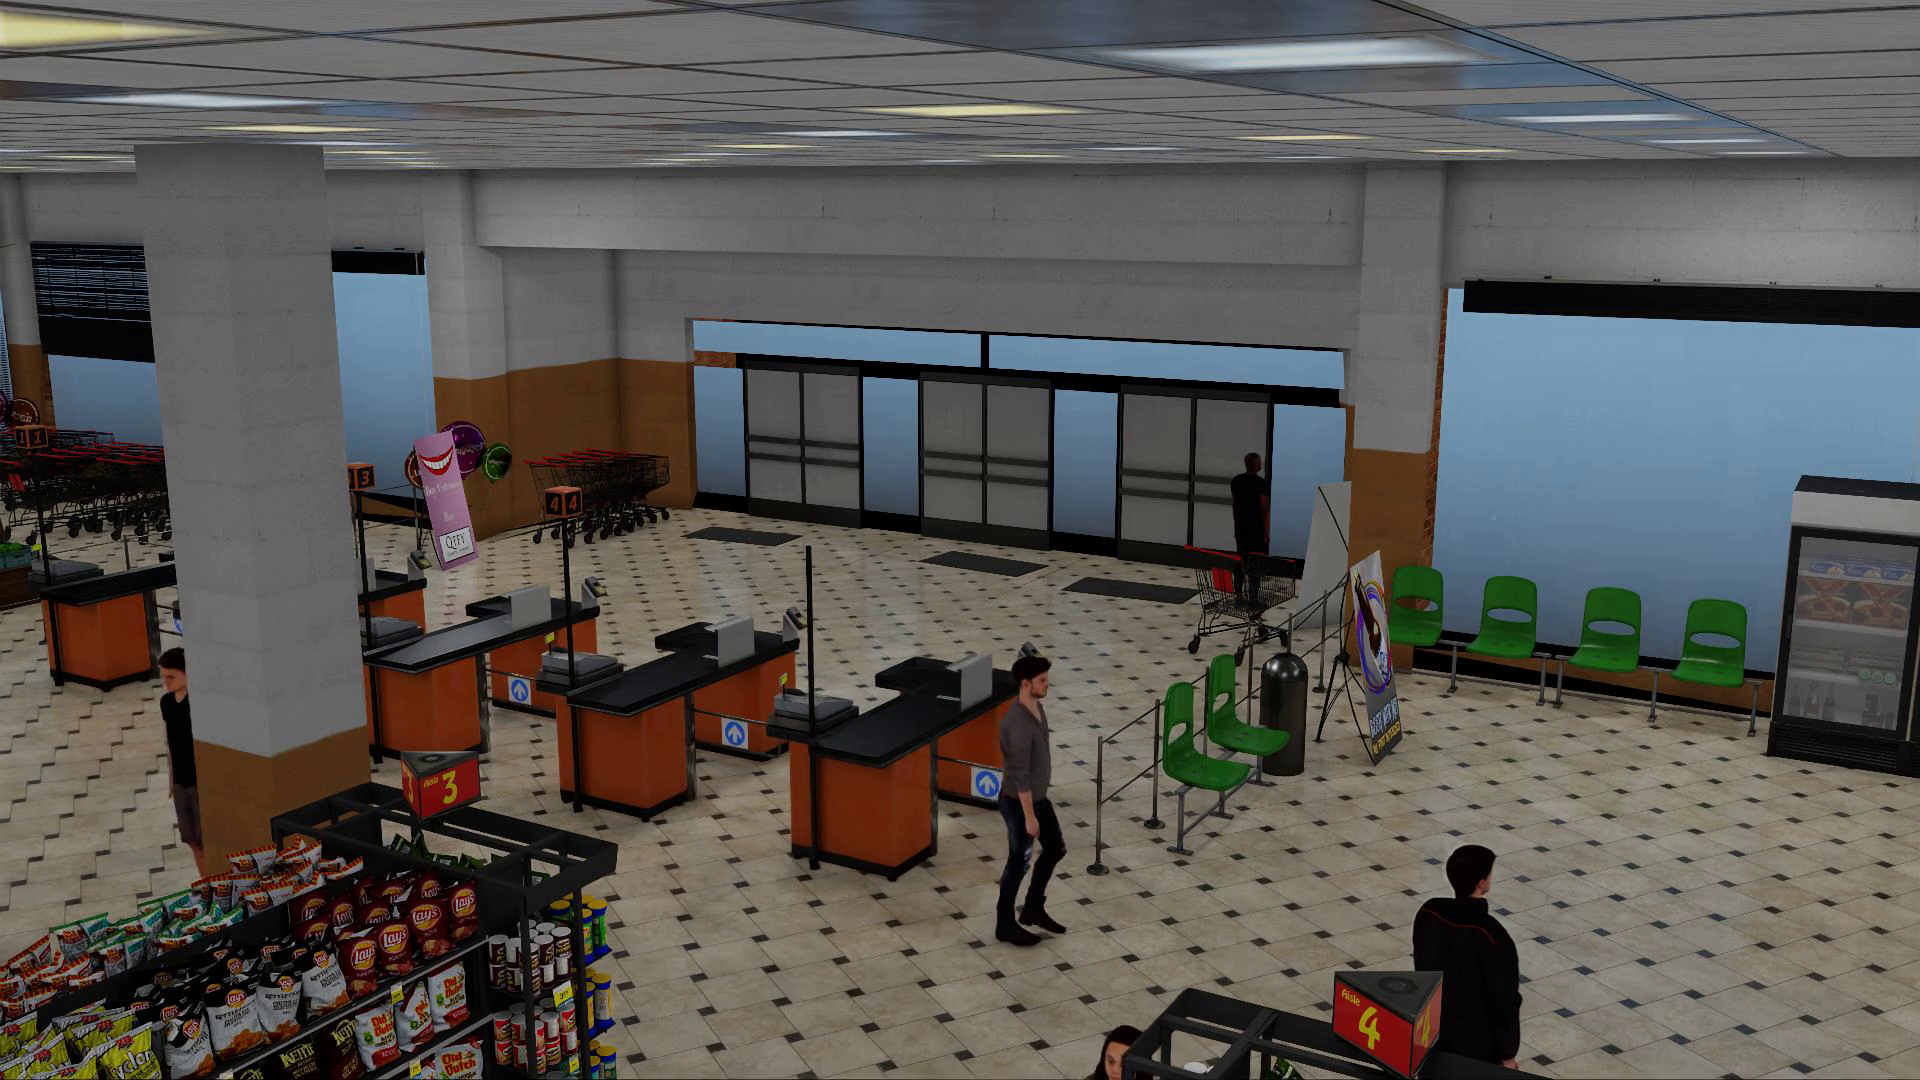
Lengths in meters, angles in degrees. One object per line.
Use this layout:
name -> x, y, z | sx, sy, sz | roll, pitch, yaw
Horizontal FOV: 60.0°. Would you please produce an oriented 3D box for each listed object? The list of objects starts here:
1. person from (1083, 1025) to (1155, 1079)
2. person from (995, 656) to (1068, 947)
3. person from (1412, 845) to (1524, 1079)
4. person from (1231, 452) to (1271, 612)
person -> 0.670, 2.652, 6.837 | 0.614, 1.450, 0.979 | 8, 14, 33
person -> 0.332, 1.647, 10.549 | 0.837, 1.887, 0.683 | 4, 12, 17
person -> 2.305, 2.278, 7.667 | 0.747, 1.839, 0.801 | -8, 14, -34
person -> 3.320, -0.106, 19.040 | 0.669, 1.819, 0.726 | -11, 16, -42
